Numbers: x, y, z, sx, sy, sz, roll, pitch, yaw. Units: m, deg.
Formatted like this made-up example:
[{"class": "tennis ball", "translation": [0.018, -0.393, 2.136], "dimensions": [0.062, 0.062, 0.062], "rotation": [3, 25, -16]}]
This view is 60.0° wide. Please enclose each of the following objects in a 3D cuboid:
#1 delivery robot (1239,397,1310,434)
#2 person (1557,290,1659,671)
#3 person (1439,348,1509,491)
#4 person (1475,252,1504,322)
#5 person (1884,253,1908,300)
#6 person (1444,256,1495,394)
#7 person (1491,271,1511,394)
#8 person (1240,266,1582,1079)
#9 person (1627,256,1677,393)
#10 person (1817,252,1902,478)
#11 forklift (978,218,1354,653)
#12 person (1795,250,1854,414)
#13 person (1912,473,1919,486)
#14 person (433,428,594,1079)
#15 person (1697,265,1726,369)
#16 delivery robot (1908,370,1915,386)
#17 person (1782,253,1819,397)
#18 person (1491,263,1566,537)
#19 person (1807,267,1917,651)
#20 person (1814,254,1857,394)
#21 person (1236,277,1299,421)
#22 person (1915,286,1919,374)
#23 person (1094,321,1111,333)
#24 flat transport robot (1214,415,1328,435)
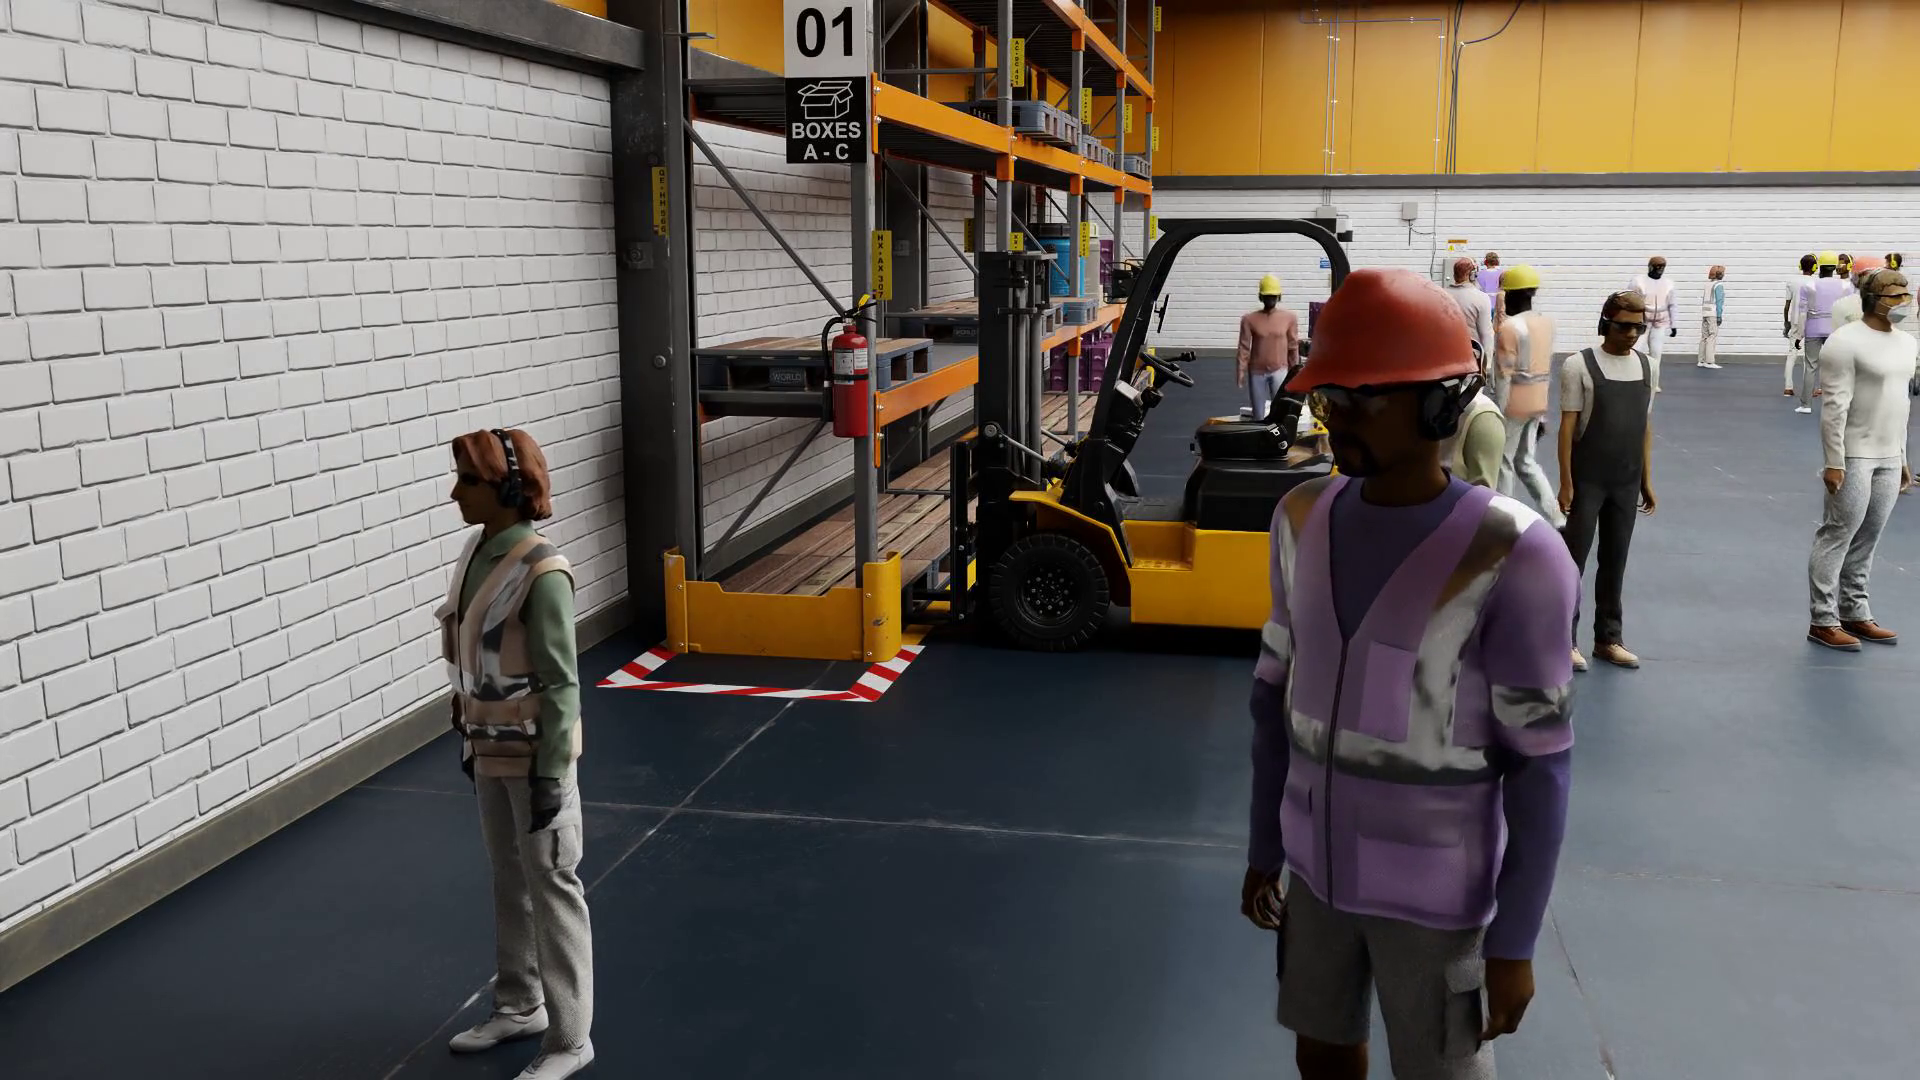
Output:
[{"class": "delivery robot", "translation": [3.104, -1.209, 16.391], "dimensions": [0.707, 0.478, 0.477], "rotation": [-6, 12, -30]}, {"class": "person", "translation": [3.131, -0.283, 8.054], "dimensions": [0.504, 1.840, 0.345], "rotation": [-2, 11, -12]}, {"class": "person", "translation": [1.795, 0.037, 6.358], "dimensions": [0.404, 1.824, 0.586], "rotation": [-5, 11, -26]}, {"class": "person", "translation": [8.482, -3.677, 26.633], "dimensions": [0.563, 1.847, 0.389], "rotation": [0, 10, -1]}, {"class": "person", "translation": [14.105, -3.408, 25.158], "dimensions": [0.582, 1.842, 0.422], "rotation": [-7, 13, -35]}, {"class": "person", "translation": [4.616, -1.634, 15.260], "dimensions": [0.409, 1.913, 0.642], "rotation": [-9, 13, -39]}, {"class": "person", "translation": [7.229, -2.750, 22.117], "dimensions": [0.310, 1.642, 0.514], "rotation": [5, 12, 27]}, {"class": "person", "translation": [0.705, 0.567, 2.835], "dimensions": [0.391, 2.040, 0.615], "rotation": [-8, 13, -36]}, {"class": "person", "translation": [9.301, -2.899, 22.414], "dimensions": [0.652, 1.834, 0.428], "rotation": [0, 10, 2]}, {"class": "person", "translation": [7.639, -1.425, 13.985], "dimensions": [0.627, 1.968, 0.891], "rotation": [0, 10, 0]}, {"class": "forklift", "translation": [1.285, -0.567, 8.635], "dimensions": [2.313, 2.155, 1.214], "rotation": [2, 11, 11]}, {"class": "person", "translation": [10.191, -2.445, 19.652], "dimensions": [0.592, 1.930, 0.356], "rotation": [2, 11, 12]}, {"class": "person", "translation": [8.274, -1.417, 13.918], "dimensions": [0.368, 1.967, 0.600], "rotation": [7, 13, 35]}, {"class": "person", "translation": [-1.090, 0.537, 4.096], "dimensions": [0.312, 1.642, 0.512], "rotation": [-8, 13, -38]}, {"class": "person", "translation": [12.003, -3.553, 26.529], "dimensions": [0.309, 1.636, 0.522], "rotation": [0, 10, -1]}, {"class": "delivery robot", "translation": [12.581, -2.277, 22.247], "dimensions": [0.477, 0.478, 0.707], "rotation": [6, 12, 29]}, {"class": "person", "translation": [11.053, -2.805, 21.791], "dimensions": [0.328, 1.874, 0.521], "rotation": [-9, 14, -40]}, {"class": "person", "translation": [3.763, -0.880, 11.166], "dimensions": [0.632, 1.937, 0.550], "rotation": [-9, 14, -41]}, {"class": "person", "translation": [4.619, -0.412, 8.483], "dimensions": [0.632, 1.940, 0.372], "rotation": [-6, 12, -28]}, {"class": "person", "translation": [11.594, -2.829, 21.930], "dimensions": [0.316, 1.867, 0.531], "rotation": [-3, 11, -15]}, {"class": "person", "translation": [2.788, -1.511, 15.091], "dimensions": [0.557, 1.721, 0.894], "rotation": [2, 10, 9]}, {"class": "person", "translation": [14.850, -3.543, 25.497], "dimensions": [0.379, 1.994, 0.612], "rotation": [1, 10, 8]}, {"class": "person", "translation": [2.099, -3.271, 24.822], "dimensions": [0.318, 1.695, 0.540], "rotation": [-1, 10, -6]}, {"class": "flat transport robot", "translation": [3.189, -1.177, 17.254], "dimensions": [1.431, 0.197, 0.652], "rotation": [-8, 13, -39]}]
